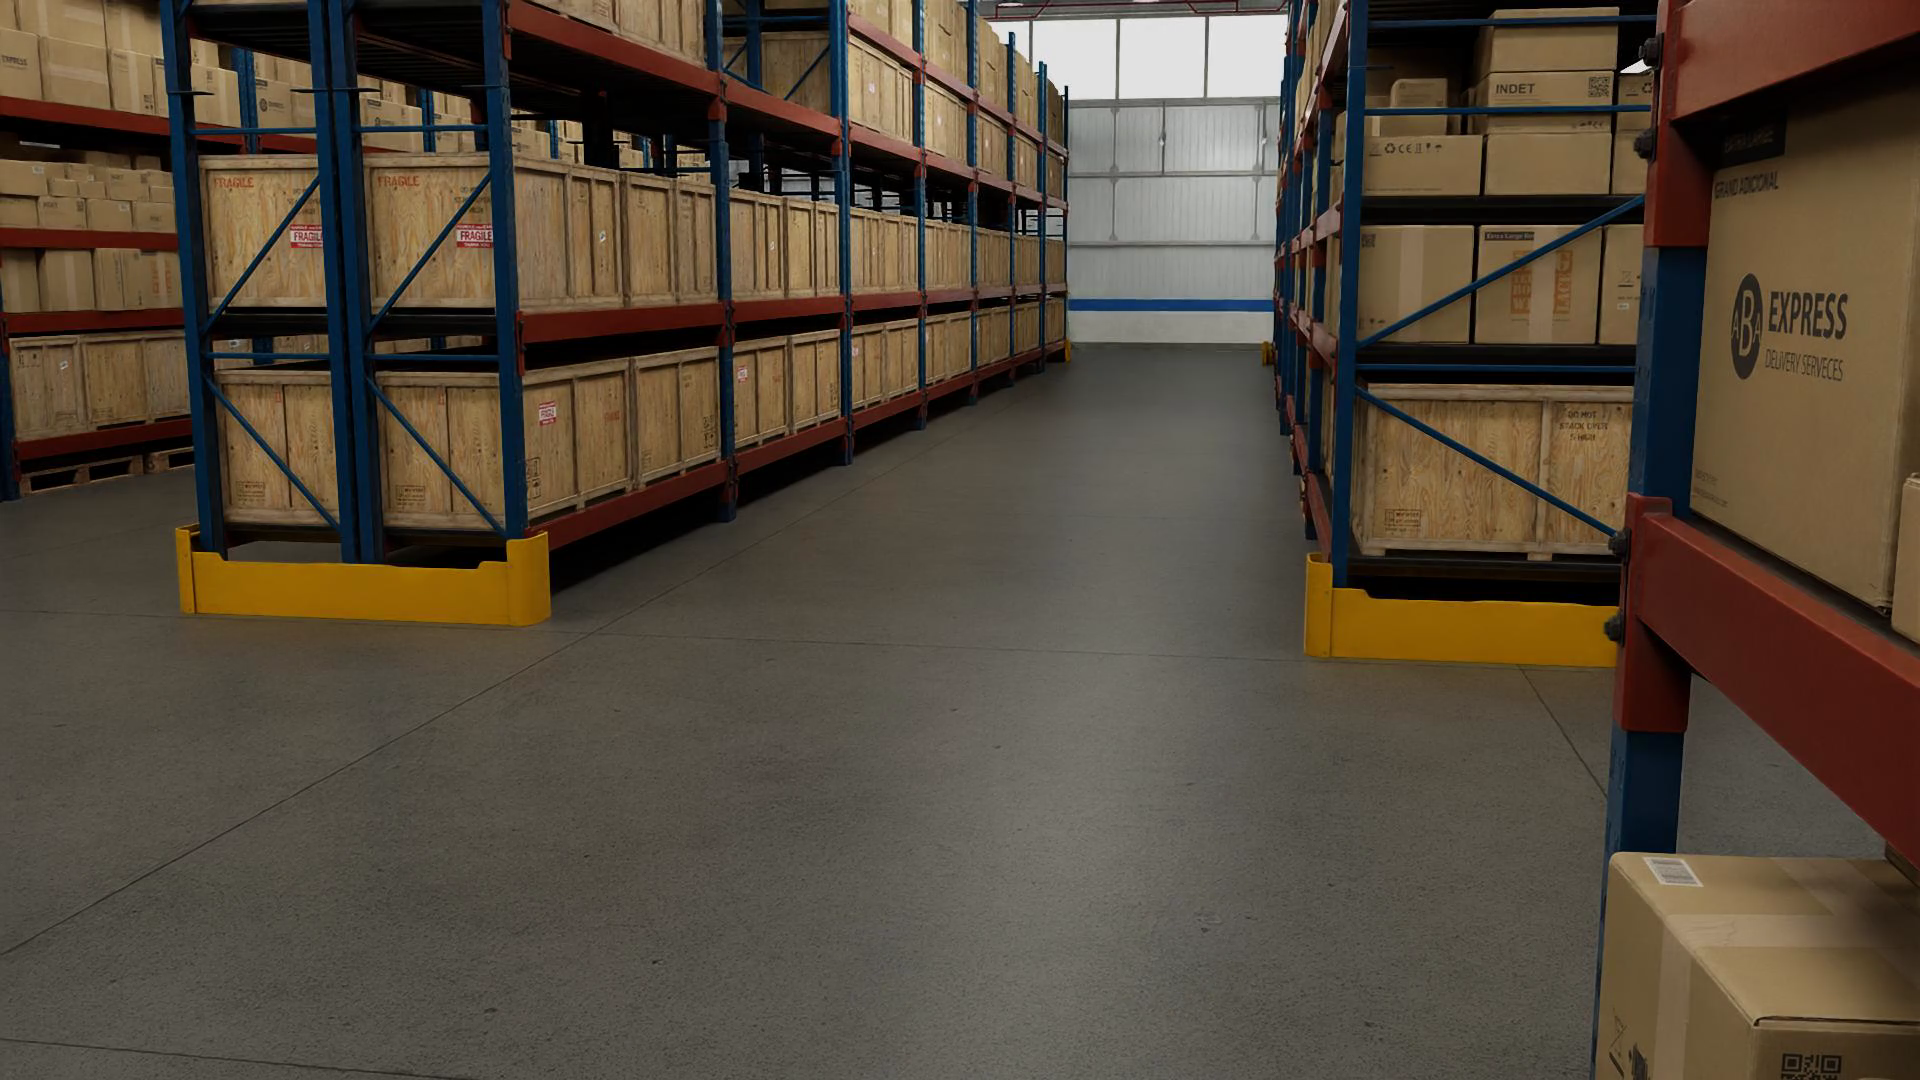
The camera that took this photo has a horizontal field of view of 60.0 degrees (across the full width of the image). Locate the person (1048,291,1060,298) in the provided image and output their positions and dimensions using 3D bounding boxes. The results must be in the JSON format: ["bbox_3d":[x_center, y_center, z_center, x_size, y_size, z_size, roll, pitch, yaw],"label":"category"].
[{"bbox_3d":[2.081,-4.926,37.840,0.592,1.725,0.489,2,9,10],"label":"person"}]
